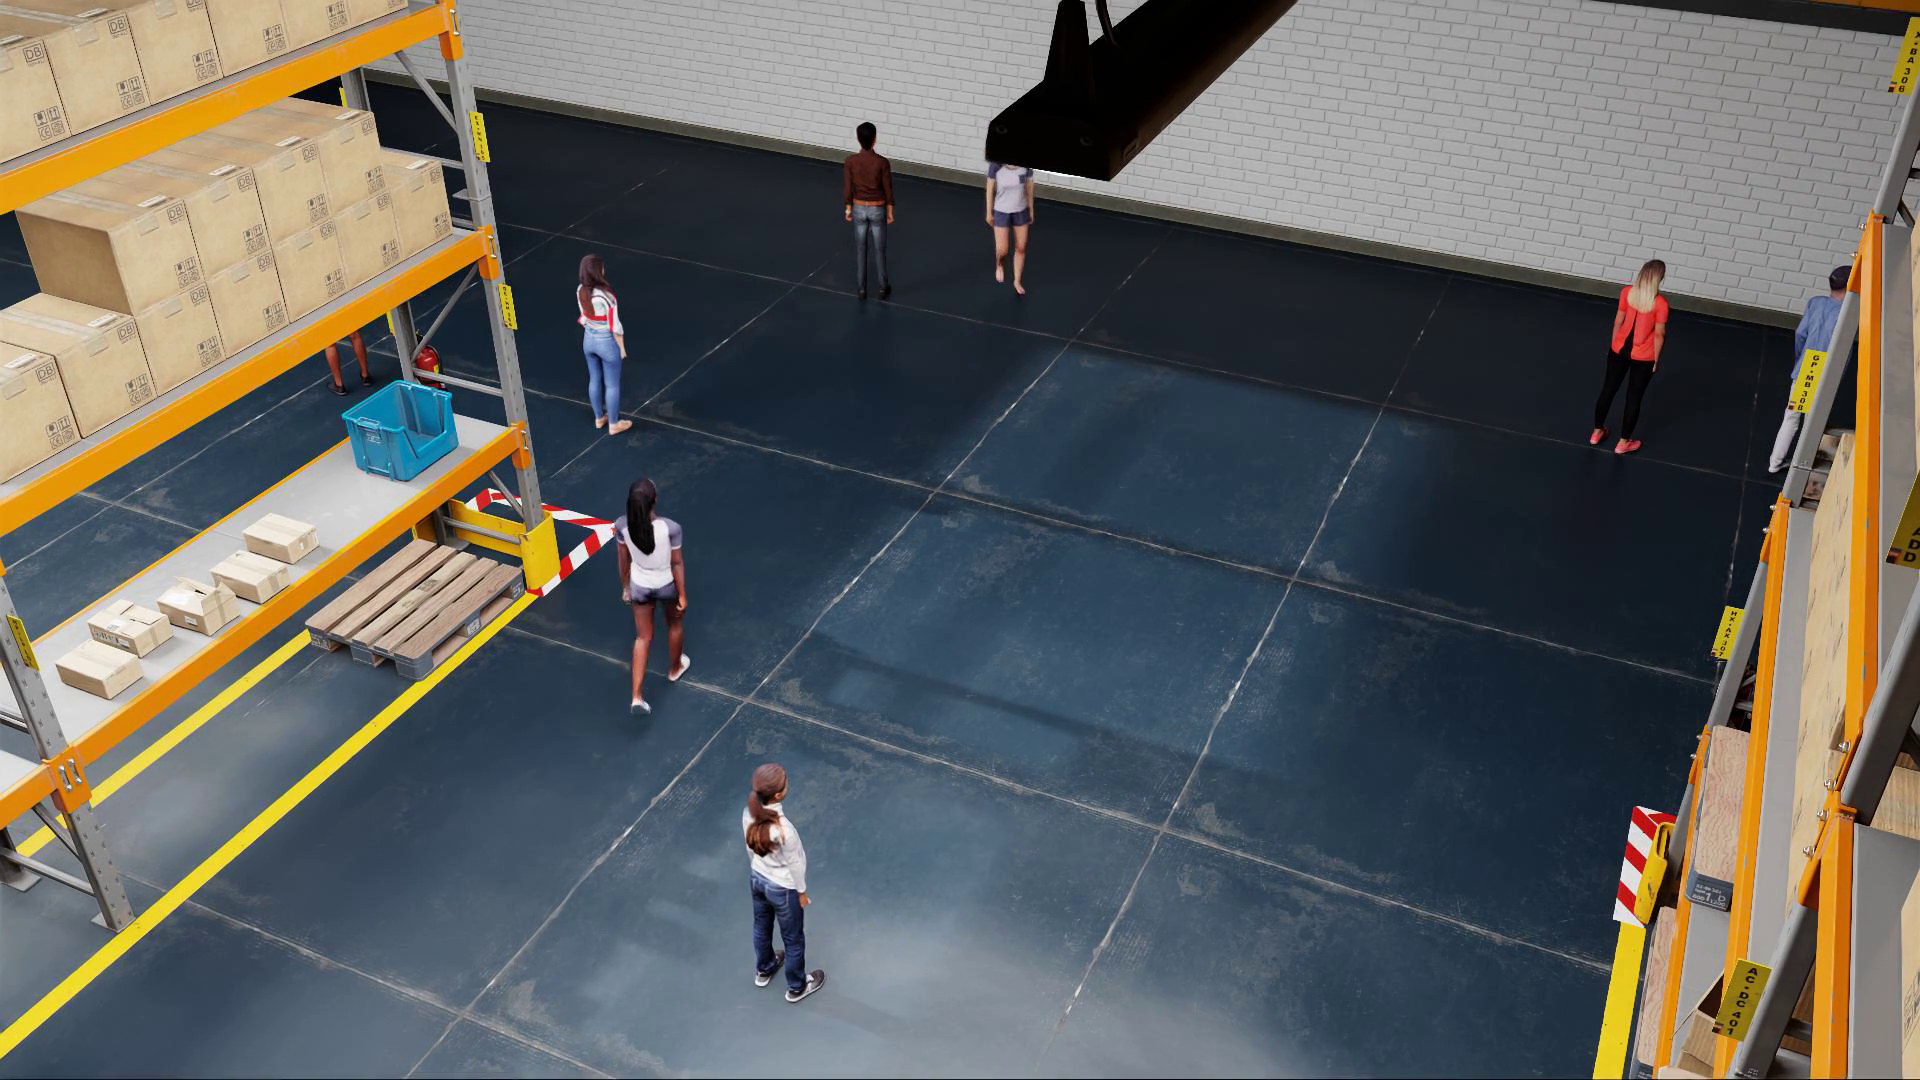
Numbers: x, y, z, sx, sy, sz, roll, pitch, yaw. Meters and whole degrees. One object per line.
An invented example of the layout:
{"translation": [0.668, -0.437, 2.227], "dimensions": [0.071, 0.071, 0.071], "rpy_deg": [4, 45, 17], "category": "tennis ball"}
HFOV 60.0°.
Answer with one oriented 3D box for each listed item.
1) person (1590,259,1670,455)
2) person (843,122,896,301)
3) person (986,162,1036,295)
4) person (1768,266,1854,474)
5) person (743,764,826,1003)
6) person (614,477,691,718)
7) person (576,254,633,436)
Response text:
{"translation": [5.584, -1.539, 13.815], "dimensions": [0.667, 1.693, 0.669], "rpy_deg": [-25, 41, -33], "category": "person"}
{"translation": [-0.883, -3.202, 16.241], "dimensions": [0.709, 1.779, 0.656], "rpy_deg": [2, 34, 4], "category": "person"}
{"translation": [0.482, -3.270, 16.424], "dimensions": [0.773, 1.688, 0.826], "rpy_deg": [-9, 35, -13], "category": "person"}
{"translation": [6.863, -1.318, 13.308], "dimensions": [0.796, 1.888, 0.728], "rpy_deg": [-10, 35, -15], "category": "person"}
{"translation": [-0.991, 1.824, 8.876], "dimensions": [0.567, 1.560, 0.570], "rpy_deg": [21, 39, 29], "category": "person"}
{"translation": [-2.030, 0.385, 10.916], "dimensions": [0.839, 1.699, 1.167], "rpy_deg": [4, 34, 6], "category": "person"}
{"translation": [-3.036, -1.658, 14.067], "dimensions": [0.601, 1.613, 0.523], "rpy_deg": [18, 38, 25], "category": "person"}
